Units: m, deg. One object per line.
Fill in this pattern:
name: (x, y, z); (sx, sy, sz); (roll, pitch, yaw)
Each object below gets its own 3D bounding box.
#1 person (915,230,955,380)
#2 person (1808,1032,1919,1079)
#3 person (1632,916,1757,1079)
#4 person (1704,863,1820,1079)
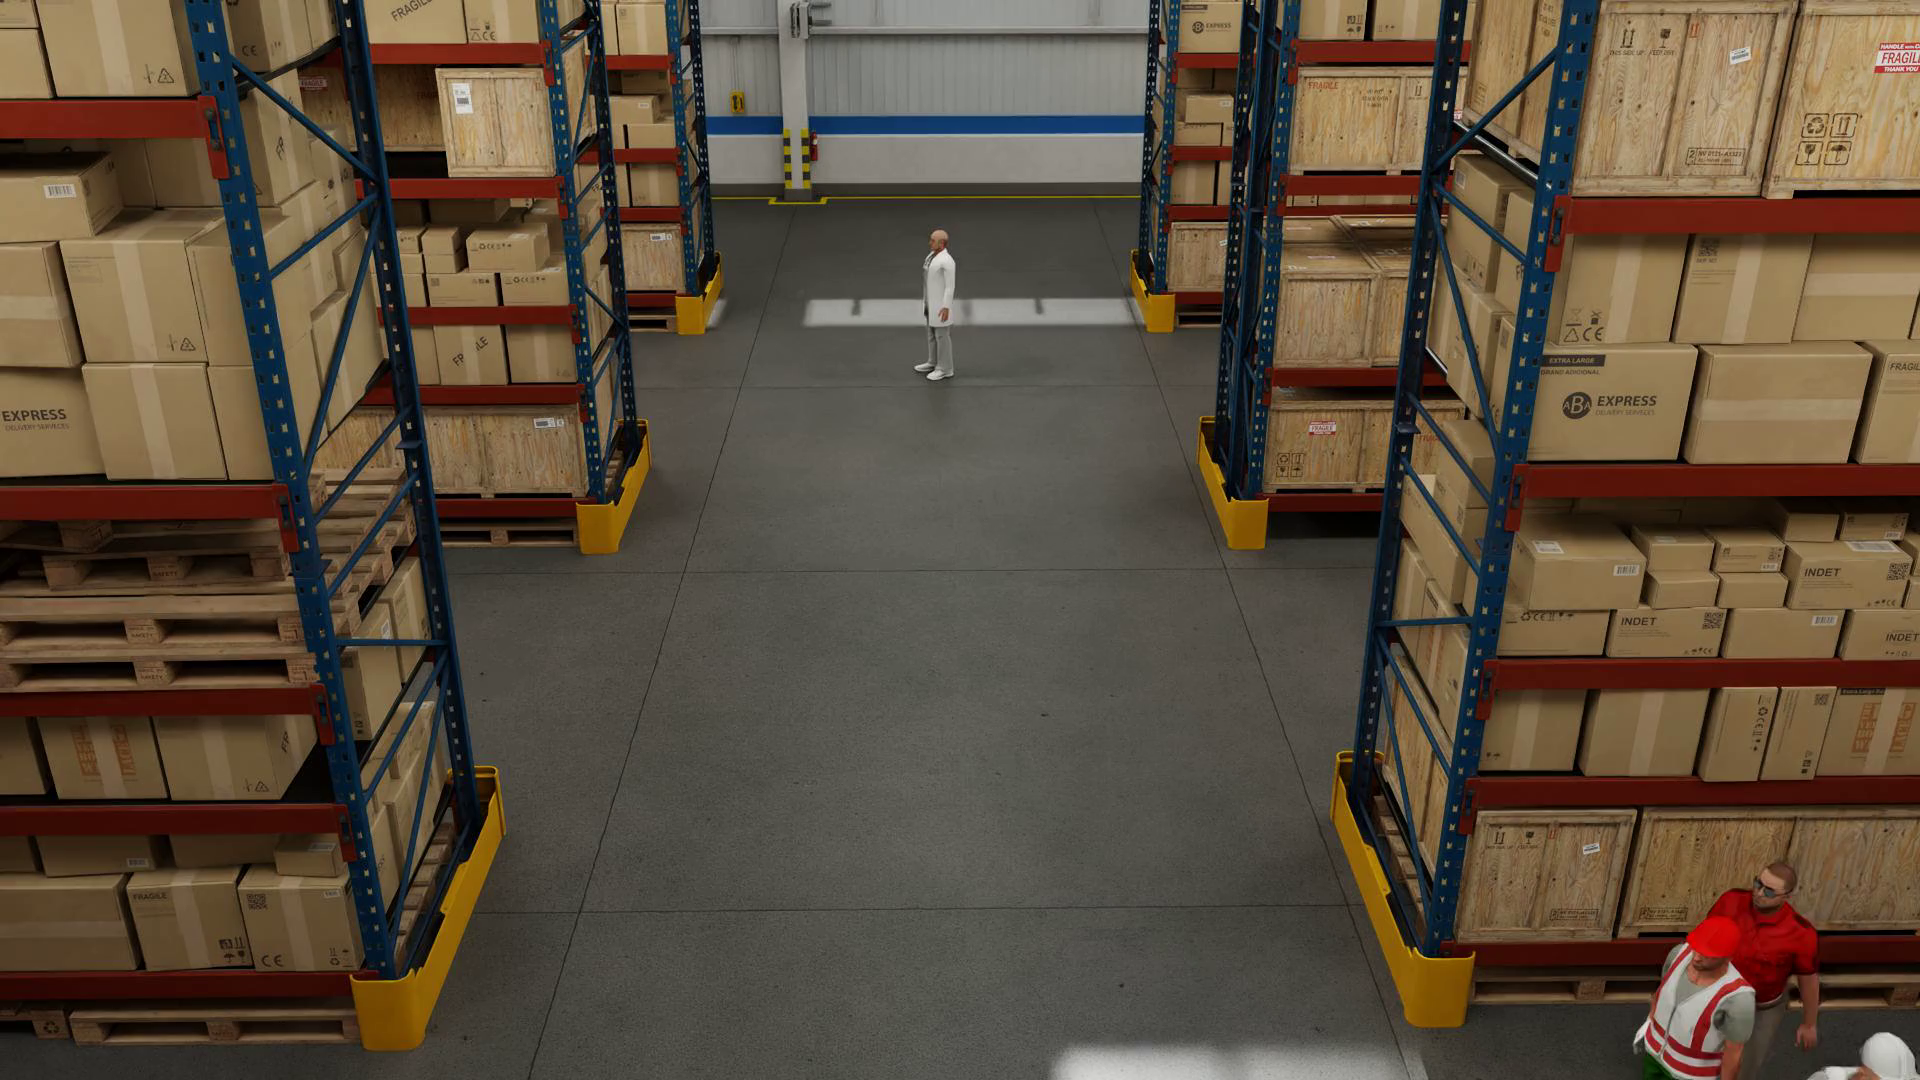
person: (-0.288, -2.819, 19.888); (0.381, 1.780, 0.550); (-11, 27, -23)
person: (4.030, 2.924, 7.582); (0.643, 1.792, 0.476); (10, 27, 21)
person: (3.467, 2.607, 8.250); (0.715, 1.777, 0.580); (-9, 26, -18)
person: (4.030, 2.449, 8.638); (0.699, 1.711, 0.641); (-16, 29, -30)
